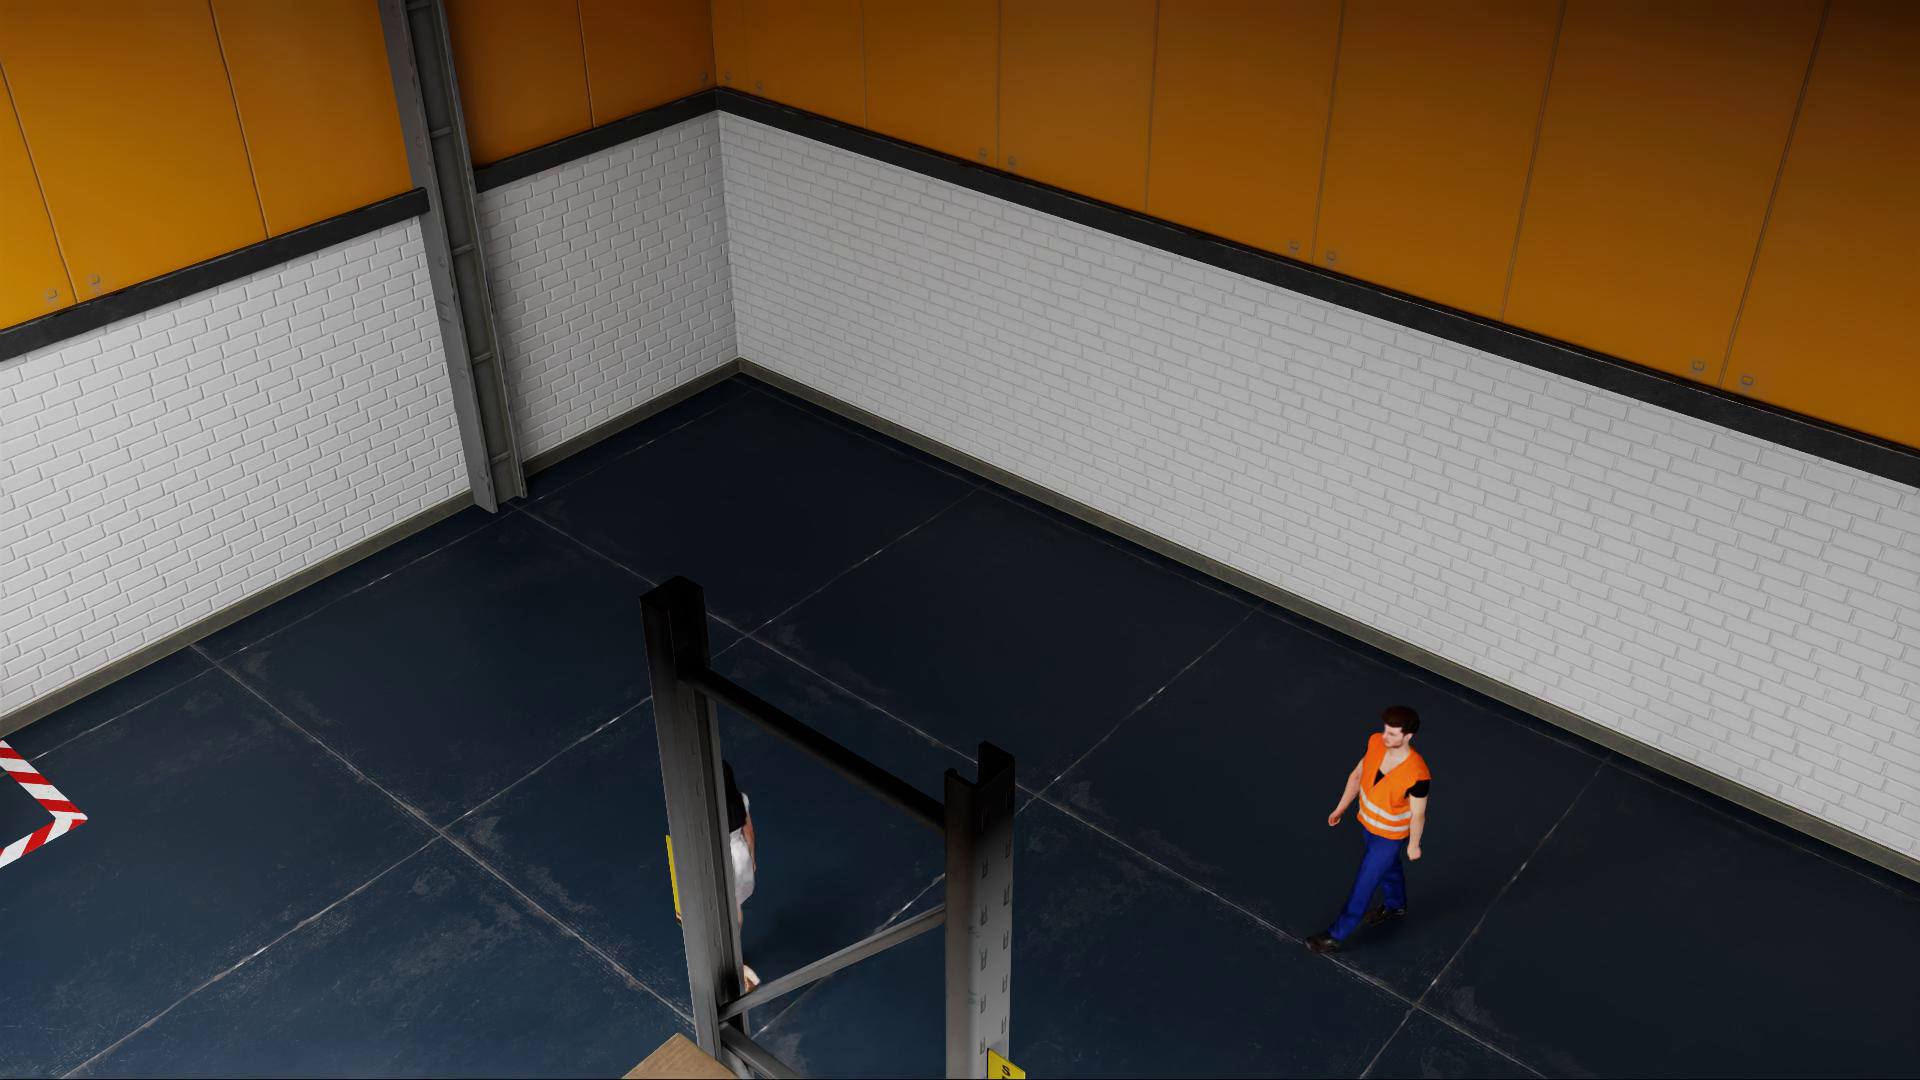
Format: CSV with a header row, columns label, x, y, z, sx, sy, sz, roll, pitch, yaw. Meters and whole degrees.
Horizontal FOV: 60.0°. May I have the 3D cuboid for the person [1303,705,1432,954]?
label,x,y,z,sx,sy,sz,roll,pitch,yaw
person,2.747,1.761,10.468,1.196,1.855,1.006,-11,35,-16
